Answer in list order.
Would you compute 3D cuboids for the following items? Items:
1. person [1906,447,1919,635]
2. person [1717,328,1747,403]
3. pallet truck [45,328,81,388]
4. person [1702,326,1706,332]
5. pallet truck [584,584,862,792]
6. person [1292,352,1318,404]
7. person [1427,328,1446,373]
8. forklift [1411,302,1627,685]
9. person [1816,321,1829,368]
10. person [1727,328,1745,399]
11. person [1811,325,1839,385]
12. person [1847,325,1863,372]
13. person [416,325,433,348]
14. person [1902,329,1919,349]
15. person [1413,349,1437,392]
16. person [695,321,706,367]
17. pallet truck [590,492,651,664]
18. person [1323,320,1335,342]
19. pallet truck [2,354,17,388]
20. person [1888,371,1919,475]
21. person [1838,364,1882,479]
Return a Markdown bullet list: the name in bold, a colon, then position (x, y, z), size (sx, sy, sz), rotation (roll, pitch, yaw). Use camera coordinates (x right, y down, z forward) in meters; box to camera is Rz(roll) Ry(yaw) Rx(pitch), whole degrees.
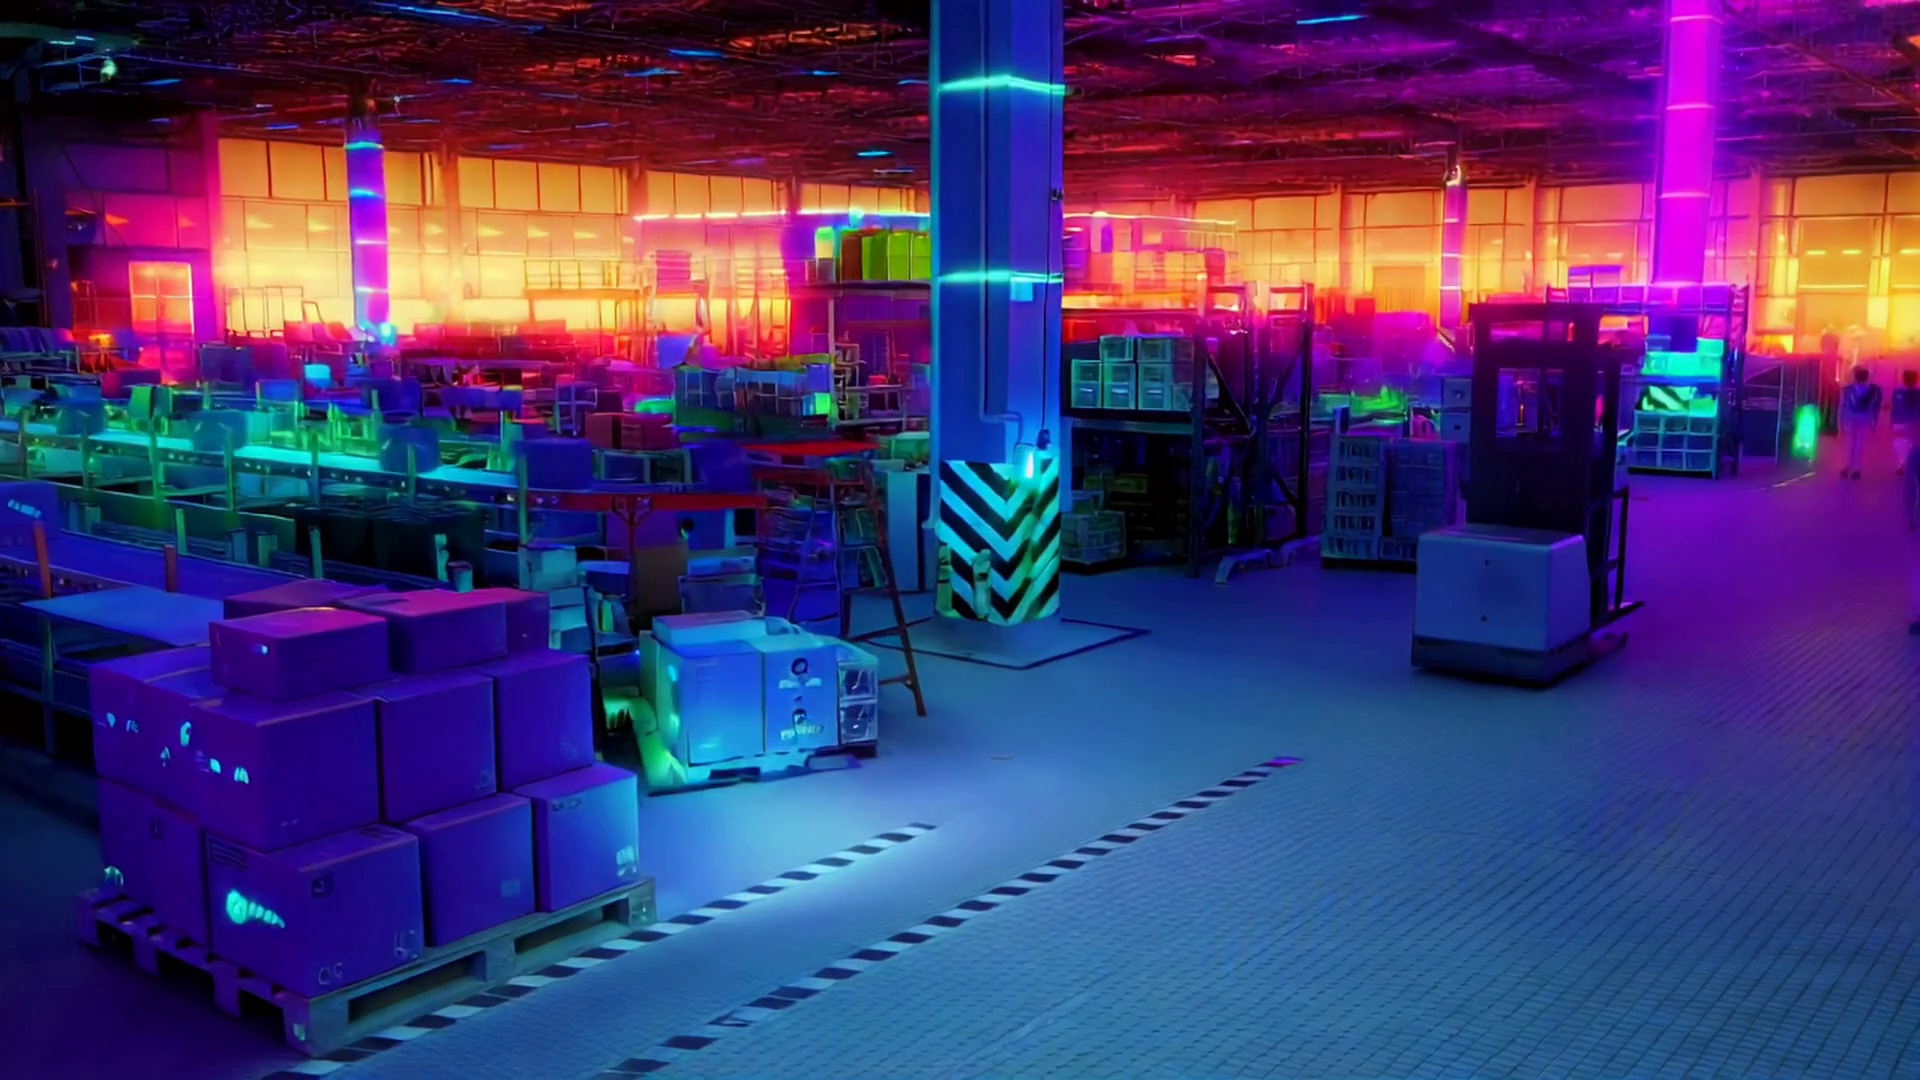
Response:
- **person**: position (8.330, -0.142, 14.077), size (0.634, 1.916, 0.645), rotation (-5, 10, -30)
- **person**: position (20.443, -4.677, 44.244), size (0.686, 2.000, 1.038), rotation (-4, 9, -27)
- **pallet truck**: position (-23.775, -4.544, 43.495), size (1.885, 1.965, 0.823), rotation (6, 10, 35)
- **person**: position (29.994, -8.097, 67.732), size (0.952, 1.899, 0.631), rotation (-1, 8, -4)
- **pallet truck**: position (-1.426, 0.805, 10.019), size (1.601, 1.201, 0.680), rotation (-4, 9, -26)
- **person**: position (7.000, -2.992, 33.921), size (0.524, 1.732, 0.838), rotation (8, 12, 44)
- **person**: position (12.941, -4.796, 45.350), size (0.637, 1.959, 0.989), rotation (-4, 9, -27)
- **forklift**: position (4.379, -0.438, 12.852), size (1.129, 2.768, 1.873), rotation (7, 11, 37)
- **person**: position (33.467, -7.542, 64.271), size (0.538, 1.826, 0.647), rotation (2, 9, 11)
- **person**: position (21.280, -4.816, 45.528), size (0.546, 1.938, 0.361), rotation (-4, 9, -27)
- **person**: position (27.214, -5.798, 52.294), size (0.634, 1.890, 0.986), rotation (-3, 9, -20)
- **person**: position (32.953, -7.041, 61.215), size (0.716, 1.720, 0.490), rotation (-7, 11, -40)
- **person**: position (-14.850, -4.979, 46.314), size (0.633, 2.030, 0.626), rotation (3, 9, 21)
- **person**: position (28.646, -5.481, 50.380), size (0.536, 1.823, 0.607), rotation (-6, 11, -37)
- **person**: position (10.342, -3.433, 37.123), size (0.530, 1.666, 0.823), rotation (8, 11, 42)
- **person**: position (-10.161, -7.648, 64.940), size (0.638, 1.845, 0.577), rotation (2, 9, 15)
- **pallet truck**: position (-3.115, 0.344, 12.883), size (0.653, 1.274, 1.630), rotation (7, 11, 37)
- **person**: position (13.308, -6.954, 59.991), size (0.407, 1.920, 0.576), rotation (2, 9, 11)
- **pallet truck**: position (-24.881, -4.417, 42.634), size (1.885, 1.965, 0.823), rotation (8, 11, 41)
- **person**: position (15.118, -1.868, 26.544), size (0.540, 1.676, 0.750), rotation (0, 8, 2)
- **person**: position (13.974, -1.831, 25.868), size (0.590, 1.801, 0.696), rotation (5, 10, 29)
